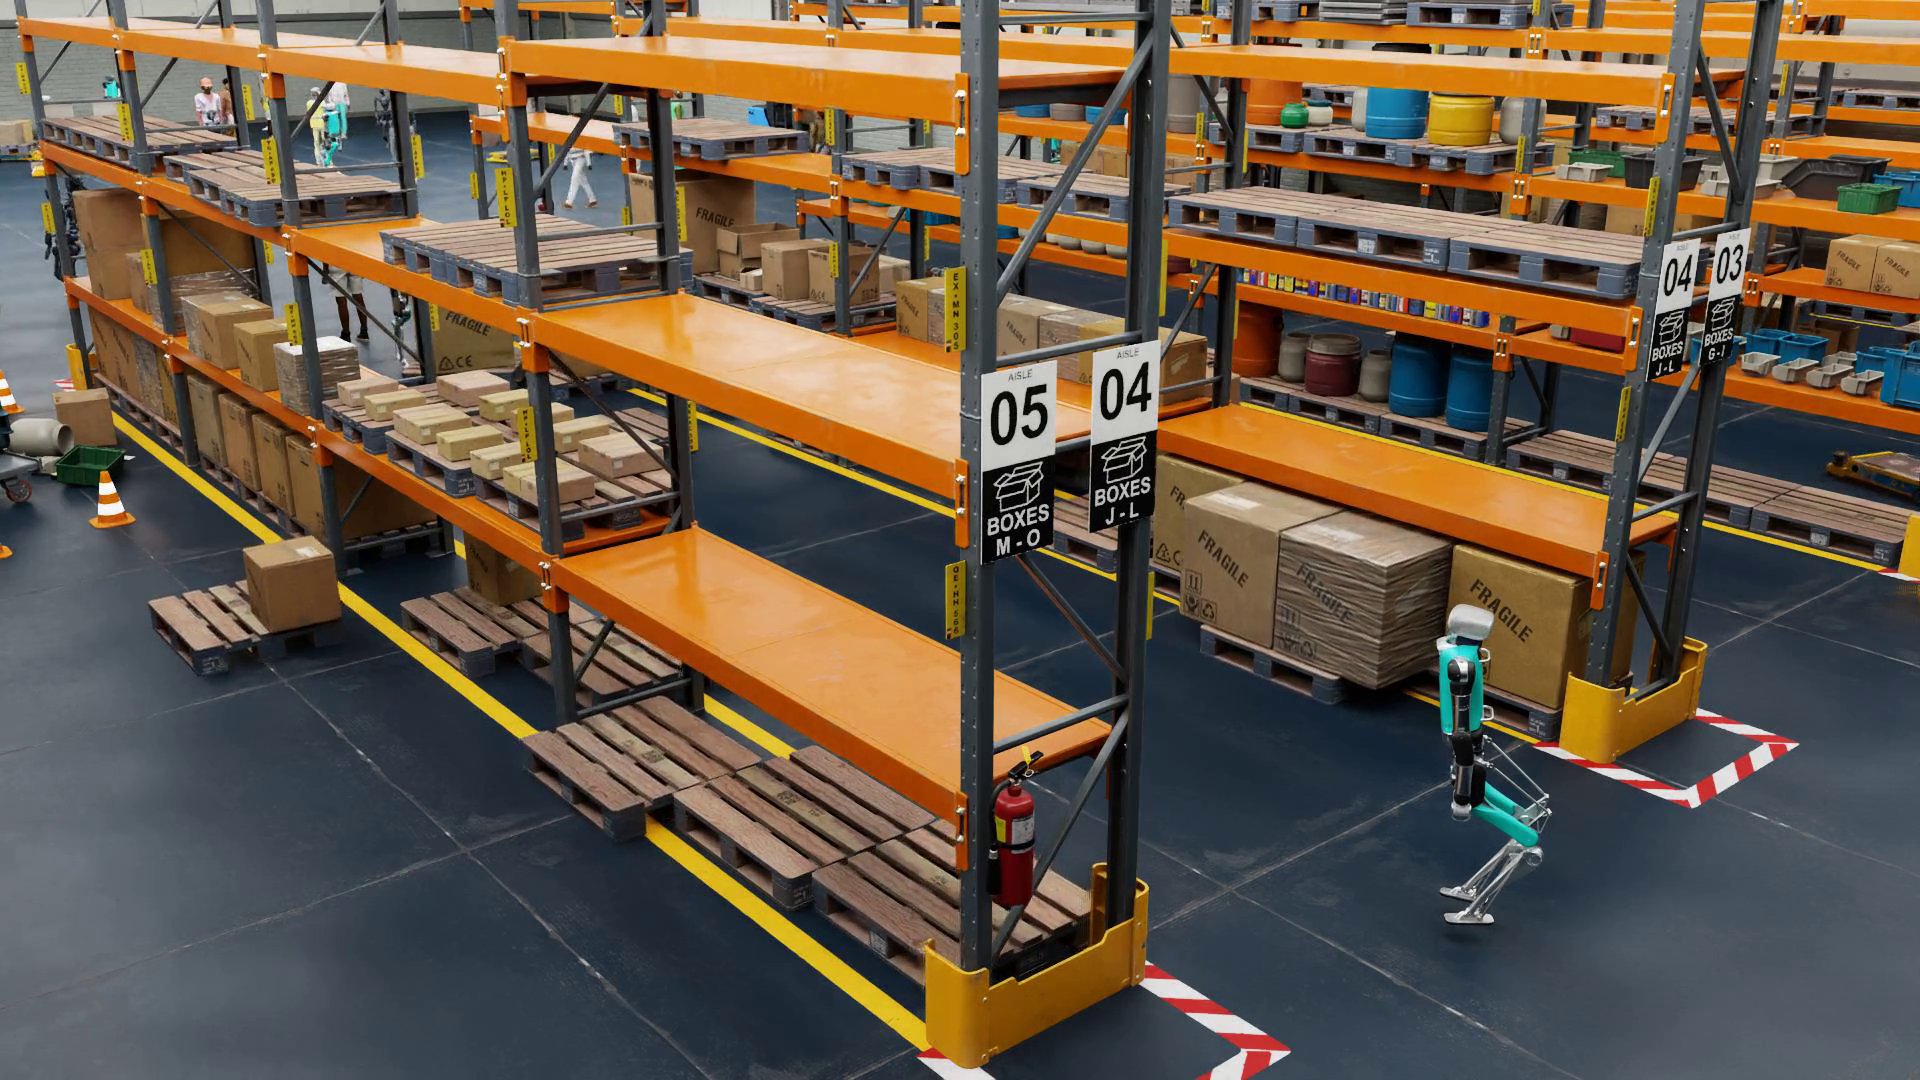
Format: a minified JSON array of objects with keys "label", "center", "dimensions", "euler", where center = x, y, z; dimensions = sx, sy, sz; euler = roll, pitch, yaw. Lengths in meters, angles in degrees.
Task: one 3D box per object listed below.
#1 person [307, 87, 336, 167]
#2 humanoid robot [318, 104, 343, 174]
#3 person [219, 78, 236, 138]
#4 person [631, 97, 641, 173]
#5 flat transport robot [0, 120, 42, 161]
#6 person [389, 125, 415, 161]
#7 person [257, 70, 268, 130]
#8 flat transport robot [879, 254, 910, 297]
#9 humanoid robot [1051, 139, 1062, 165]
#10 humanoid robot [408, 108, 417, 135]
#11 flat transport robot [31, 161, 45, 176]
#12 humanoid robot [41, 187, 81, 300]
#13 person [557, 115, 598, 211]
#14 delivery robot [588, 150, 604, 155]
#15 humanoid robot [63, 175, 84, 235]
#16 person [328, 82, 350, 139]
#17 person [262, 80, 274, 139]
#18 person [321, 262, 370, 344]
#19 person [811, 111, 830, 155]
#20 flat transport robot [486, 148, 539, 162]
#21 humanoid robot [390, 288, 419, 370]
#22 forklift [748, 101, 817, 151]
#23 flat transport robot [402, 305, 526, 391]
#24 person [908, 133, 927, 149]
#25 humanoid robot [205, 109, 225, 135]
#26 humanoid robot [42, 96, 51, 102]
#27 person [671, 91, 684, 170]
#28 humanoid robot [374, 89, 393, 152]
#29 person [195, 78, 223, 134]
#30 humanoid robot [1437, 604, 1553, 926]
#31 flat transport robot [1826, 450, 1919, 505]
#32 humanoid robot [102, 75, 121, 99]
[{"label":"person","center":[-14.871,-9.555,38.684],"dimensions":[0.518,1.893,0.401],"euler":[2,19,6]},{"label":"humanoid robot","center":[-13.843,-8.662,36.384],"dimensions":[1.033,1.731,0.561],"euler":[6,20,17]},{"label":"person","center":[-18.730,-10.958,42.778],"dimensions":[0.909,1.819,0.759],"euler":[8,21,21]},{"label":"person","center":[-7.408,-9.103,37.394],"dimensions":[0.375,1.894,0.579],"euler":[-13,23,-33]},{"label":"flat transport robot","center":[-23.133,-9.377,40.623],"dimensions":[1.431,0.231,0.659],"euler":[-6,20,-15]},{"label":"person","center":[-11.607,-8.089,34.727],"dimensions":[0.555,1.737,0.540],"euler":[-10,22,-27]},{"label":"person","center":[-19.860,-12.708,47.682],"dimensions":[0.401,1.876,0.499],"euler":[8,21,23]},{"label":"flat transport robot","center":[-1.363,-3.140,22.872],"dimensions":[0.659,0.231,1.431],"euler":[-15,24,-37]},{"label":"humanoid robot","center":[2.014,-7.590,33.359],"dimensions":[0.818,1.796,0.539],"euler":[-15,24,-36]},{"label":"humanoid robot","center":[-13.096,-9.626,39.270],"dimensions":[0.598,1.620,0.777],"euler":[-1,19,-2]},{"label":"flat transport robot","center":[-20.985,-8.546,38.258],"dimensions":[0.659,0.231,1.431],"euler":[-10,22,-26]},{"label":"humanoid robot","center":[-12.848,-4.259,23.917],"dimensions":[0.441,1.646,0.595],"euler":[5,20,14]},{"label":"person","center":[-7.545,-7.395,32.618],"dimensions":[0.995,1.829,0.617],"euler":[-18,26,-42]},{"label":"delivery robot","center":[-9.294,-9.929,41.788],"dimensions":[0.502,0.612,0.783],"euler":[-11,22,-28]},{"label":"humanoid robot","center":[-14.712,-5.582,27.784],"dimensions":[0.809,1.624,0.592],"euler":[-2,19,-4]},{"label":"person","center":[-17.032,-11.997,45.664],"dimensions":[0.529,1.878,0.826],"euler":[-3,20,-7]},{"label":"person","center":[-18.554,-11.569,44.710],"dimensions":[0.321,1.693,0.530],"euler":[-9,21,-23]},{"label":"person","center":[-7.885,-3.473,21.261],"dimensions":[0.367,1.966,0.601],"euler":[15,25,37]},{"label":"person","center":[-2.896,-8.562,36.085],"dimensions":[0.577,1.733,0.803],"euler":[-17,26,-40]},{"label":"flat transport robot","center":[-10.846,-9.394,40.671],"dimensions":[0.659,0.231,1.431],"euler":[11,22,28]},{"label":"humanoid robot","center":[-6.555,-2.772,19.720],"dimensions":[0.533,1.785,1.049],"euler":[-14,24,-35]},{"label":"forklift","center":[-4.526,-11.368,42.374],"dimensions":[1.129,2.768,1.873],"euler":[-15,24,-37]},{"label":"flat transport robot","center":[-5.537,-1.715,18.816],"dimensions":[0.659,0.231,1.431],"euler":[-1,19,-2]},{"label":"person","center":[-0.836,-7.503,33.077],"dimensions":[0.340,1.736,0.473],"euler":[-16,25,-38]},{"label":"humanoid robot","center":[-16.086,-8.529,36.166],"dimensions":[0.586,1.646,0.739],"euler":[7,20,18]},{"label":"humanoid robot","center":[-20.808,-9.267,38.103],"dimensions":[0.531,1.781,0.785],"euler":[-9,21,-24]},{"label":"person","center":[-6.477,-9.418,38.169],"dimensions":[0.411,1.978,0.484],"euler":[-7,21,-20]},{"label":"humanoid robot","center":[-14.607,-10.777,42.490],"dimensions":[0.598,1.646,0.503],"euler":[-3,20,-8]},{"label":"person","center":[-17.794,-9.934,39.538],"dimensions":[0.368,2.044,0.606],"euler":[16,25,38]},{"label":"humanoid robot","center":[2.690,1.142,8.270],"dimensions":[0.735,1.677,0.533],"euler":[5,20,14]},{"label":"flat transport robot","center":[8.933,-0.563,15.539],"dimensions":[0.659,0.231,1.431],"euler":[-7,21,-20]},{"label":"humanoid robot","center":[-22.740,-11.489,44.462],"dimensions":[0.542,1.777,0.907],"euler":[5,20,13]}]
